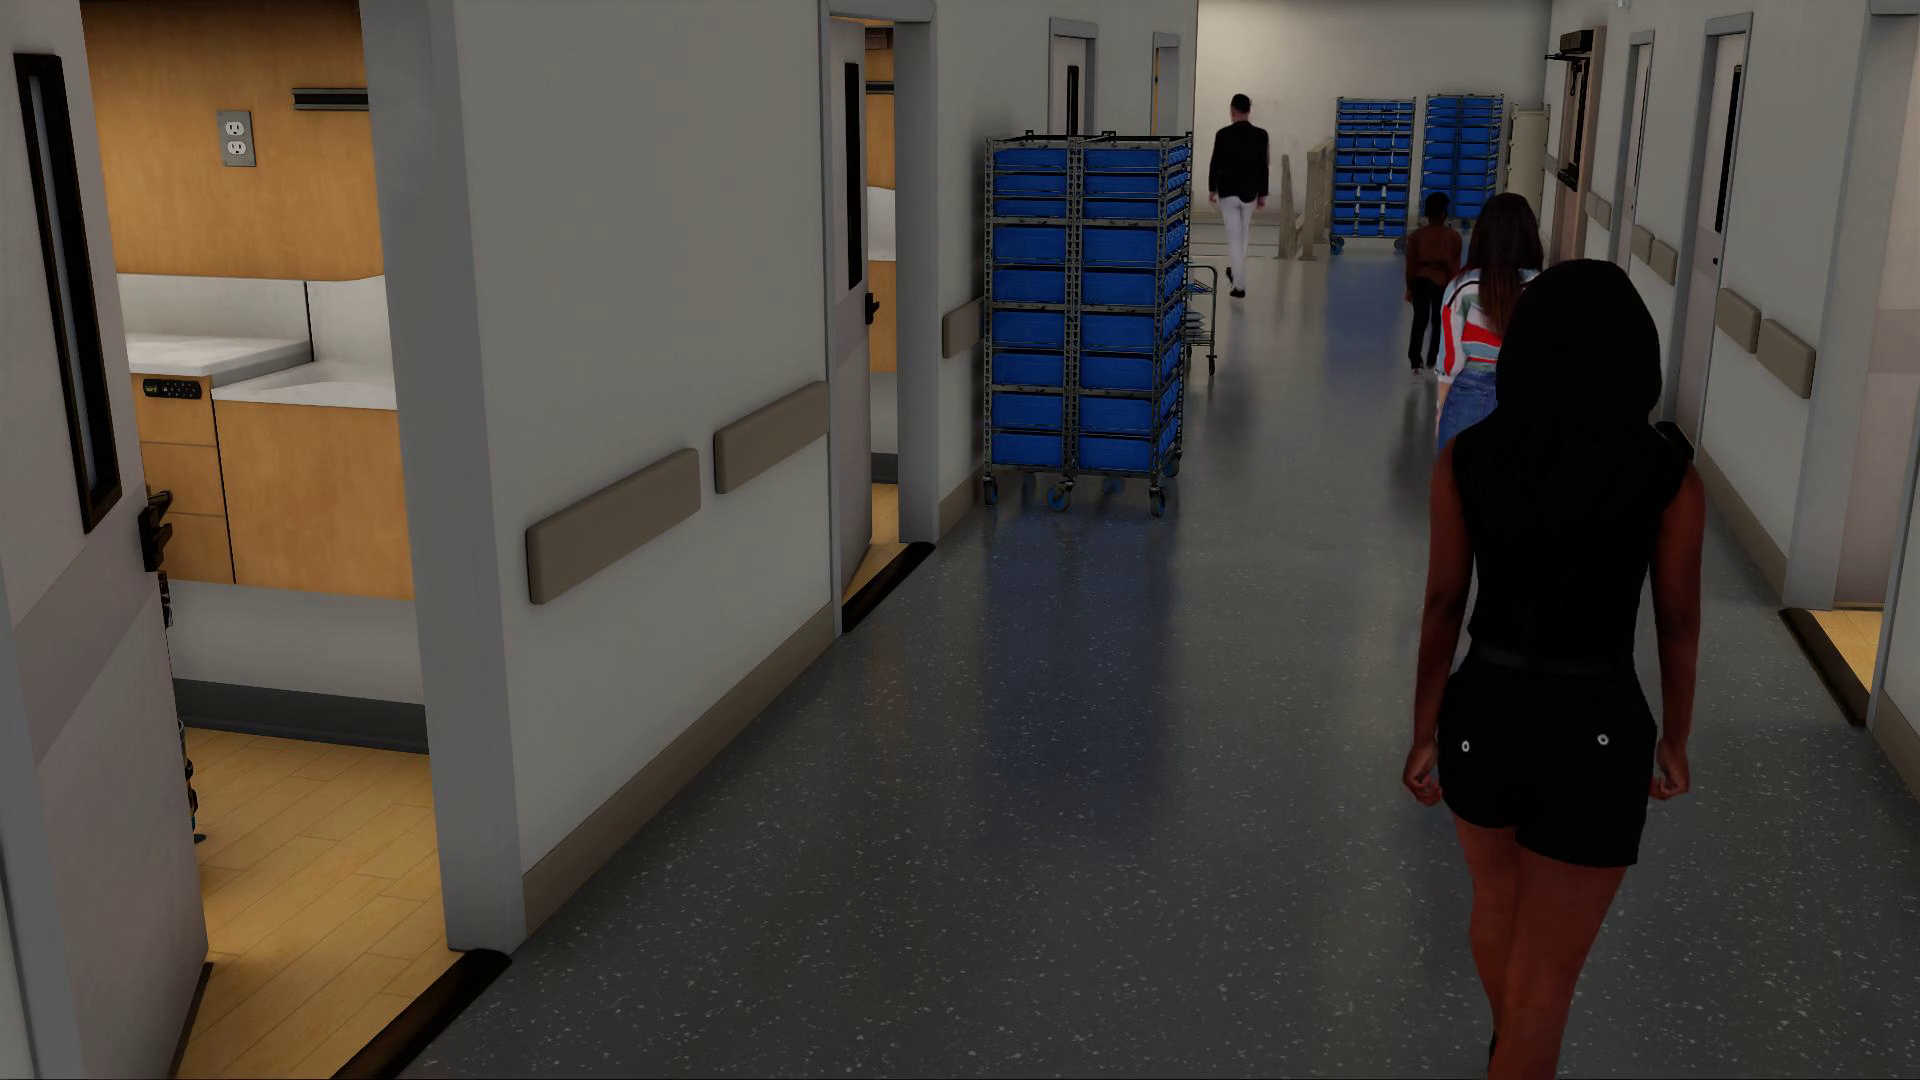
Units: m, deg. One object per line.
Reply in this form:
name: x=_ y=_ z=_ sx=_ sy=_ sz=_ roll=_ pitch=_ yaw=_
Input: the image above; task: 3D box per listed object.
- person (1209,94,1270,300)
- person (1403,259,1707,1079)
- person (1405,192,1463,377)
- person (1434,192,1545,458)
person: x=2.530 y=-3.072 z=15.062 sx=0.958 sy=1.791 sz=1.247 roll=-2 pitch=16 yaw=-6
person: x=0.963 y=0.437 z=2.798 sx=0.832 sy=1.691 sz=1.251 roll=9 pitch=18 yaw=28
person: x=3.163 y=-1.699 z=11.232 sx=0.603 sy=1.226 sz=0.921 roll=7 pitch=17 yaw=23
person: x=1.963 y=-0.463 z=6.139 sx=0.613 sy=1.611 sz=0.552 roll=2 pitch=16 yaw=6
